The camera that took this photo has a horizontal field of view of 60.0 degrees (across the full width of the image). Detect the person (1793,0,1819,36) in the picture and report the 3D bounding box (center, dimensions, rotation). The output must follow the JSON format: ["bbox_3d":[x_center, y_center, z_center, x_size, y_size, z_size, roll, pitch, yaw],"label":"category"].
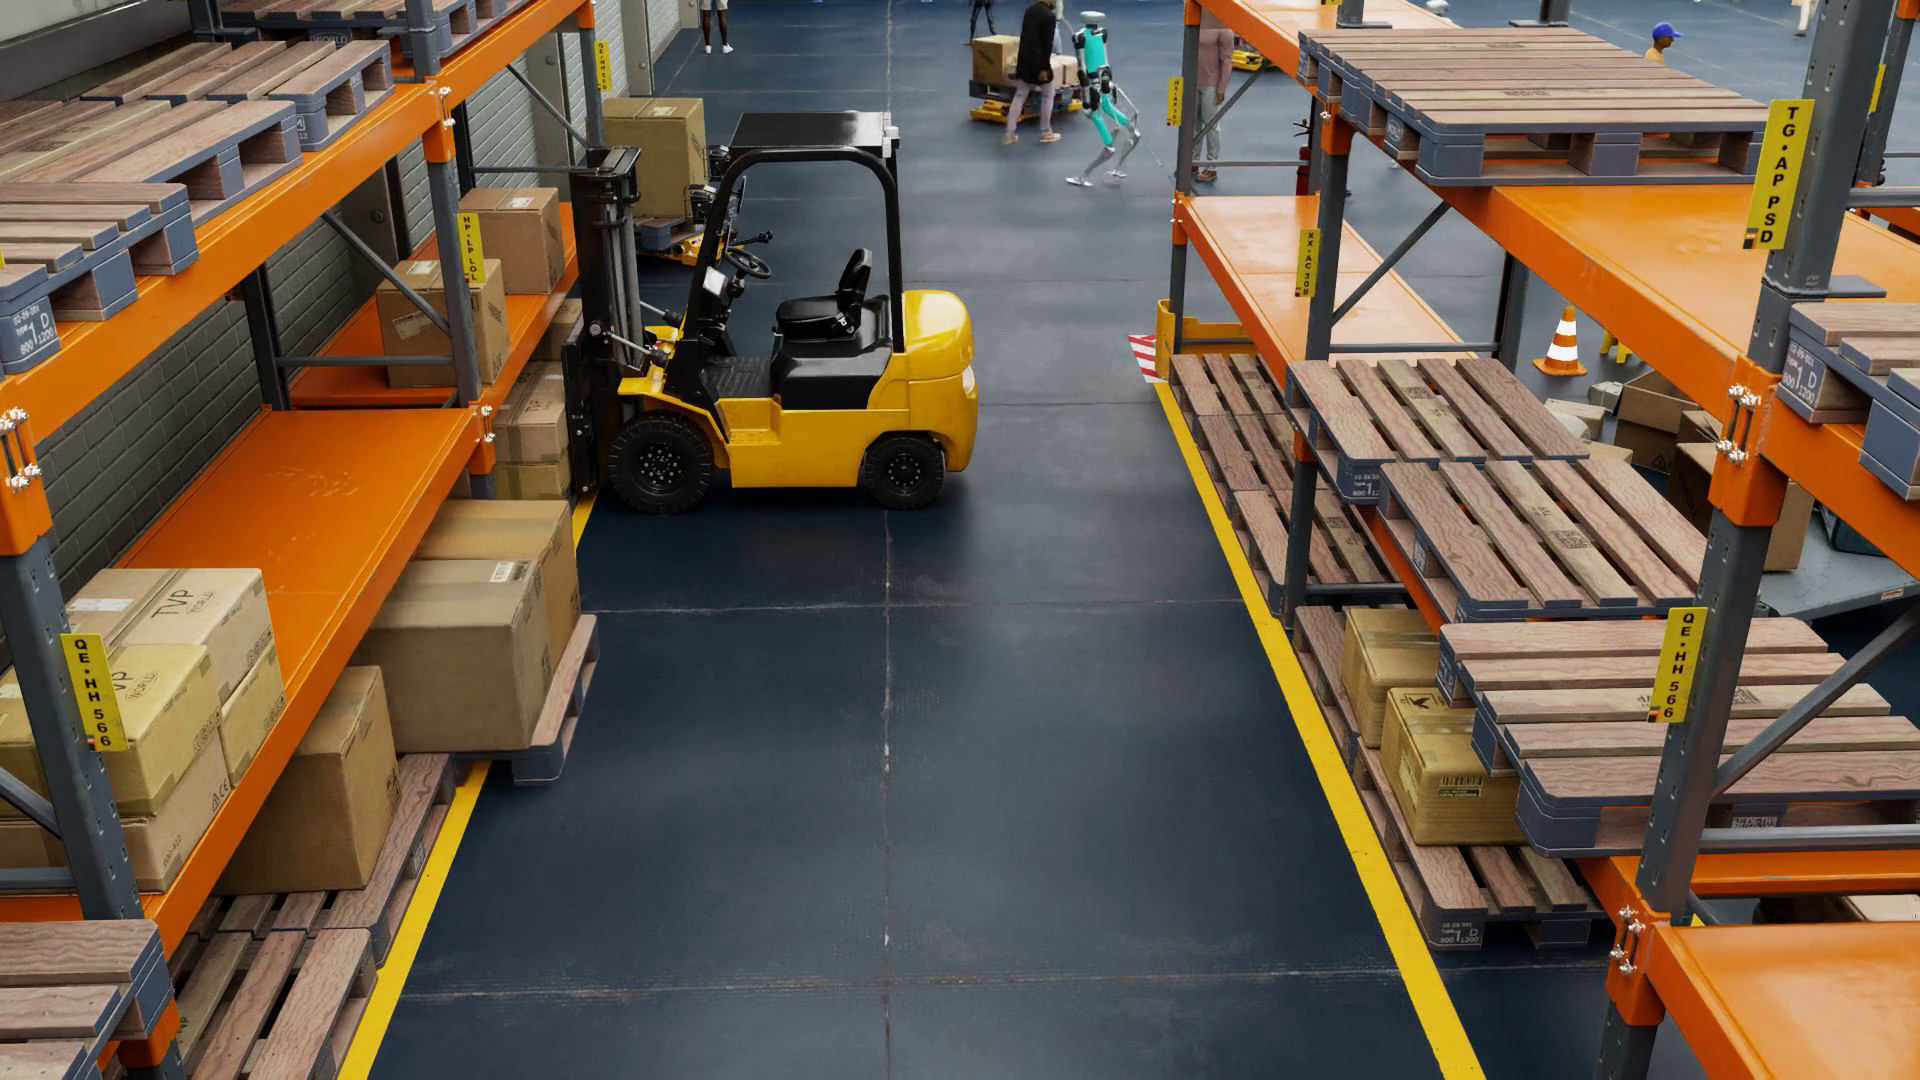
[{"bbox_3d":[13.691,-8.986,26.654,0.583,1.697,0.949,8,26,17],"label":"person"}]

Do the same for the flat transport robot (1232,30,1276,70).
[{"bbox_3d":[4.552,-7.023,24.176,1.431,0.231,0.659,-16,30,-30],"label":"flat transport robot"}]

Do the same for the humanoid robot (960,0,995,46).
[{"bbox_3d":[0.317,-8.373,25.399,0.626,1.630,0.597,14,28,26],"label":"humanoid robot"}]

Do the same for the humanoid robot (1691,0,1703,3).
[{"bbox_3d":[13.386,-10.757,30.397,0.536,1.748,1.016,-9,27,-19],"label":"humanoid robot"}]

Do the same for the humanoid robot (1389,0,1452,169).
[{"bbox_3d":[4.830,-4.872,17.907,0.768,1.785,0.532,-4,26,-7],"label":"humanoid robot"}]

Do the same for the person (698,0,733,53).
[{"bbox_3d":[-3.724,-8.282,24.936,0.542,1.898,0.377,0,25,0],"label":"person"}]

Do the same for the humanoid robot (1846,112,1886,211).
[{"bbox_3d":[7.513,-2.965,13.918,0.315,1.657,0.599,-1,25,-1],"label":"humanoid robot"}]

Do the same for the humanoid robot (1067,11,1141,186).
[{"bbox_3d":[1.558,-4.501,17.125,0.846,1.757,0.544,18,31,33],"label":"humanoid robot"}]

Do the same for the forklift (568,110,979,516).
[{"bbox_3d":[-1.043,-1.379,9.976,2.313,2.155,1.214,-1,25,-2],"label":"forklift"}]

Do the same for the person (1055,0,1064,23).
[{"bbox_3d":[1.499,-9.428,27.578,0.548,1.707,0.875,10,27,20],"label":"person"}]

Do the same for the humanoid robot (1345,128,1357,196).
[{"bbox_3d":[3.899,-4.270,16.685,0.333,1.648,0.589,8,26,17],"label":"humanoid robot"}]

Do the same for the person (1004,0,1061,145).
[{"bbox_3d":[0.825,-5.440,19.047,0.703,1.796,0.543,-19,31,-34],"label":"person"}]

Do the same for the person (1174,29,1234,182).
[{"bbox_3d":[2.552,-4.749,17.406,0.360,1.938,0.634,-18,31,-33],"label":"person"}]

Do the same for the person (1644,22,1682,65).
[{"bbox_3d":[6.972,-4.350,16.818,0.365,1.718,0.454,8,26,16],"label":"person"}]

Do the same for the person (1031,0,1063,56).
[{"bbox_3d":[1.289,-7.929,24.283,0.447,1.819,0.682,15,29,29],"label":"person"}]

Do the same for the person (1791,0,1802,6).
[{"bbox_3d":[15.213,-10.560,29.769,0.400,1.893,0.525,16,30,30],"label":"person"}]

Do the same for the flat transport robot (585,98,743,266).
[{"bbox_3d":[-2.746,-2.729,15.082,1.431,0.231,0.659,12,28,24],"label":"flat transport robot"}]

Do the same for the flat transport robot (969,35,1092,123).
[{"bbox_3d":[0.853,-5.443,20.830,0.659,0.231,1.431,22,33,39],"label":"flat transport robot"}]

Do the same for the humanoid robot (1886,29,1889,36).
[{"bbox_3d":[14.673,-8.863,26.487,0.783,1.635,0.587,17,30,32],"label":"humanoid robot"}]
